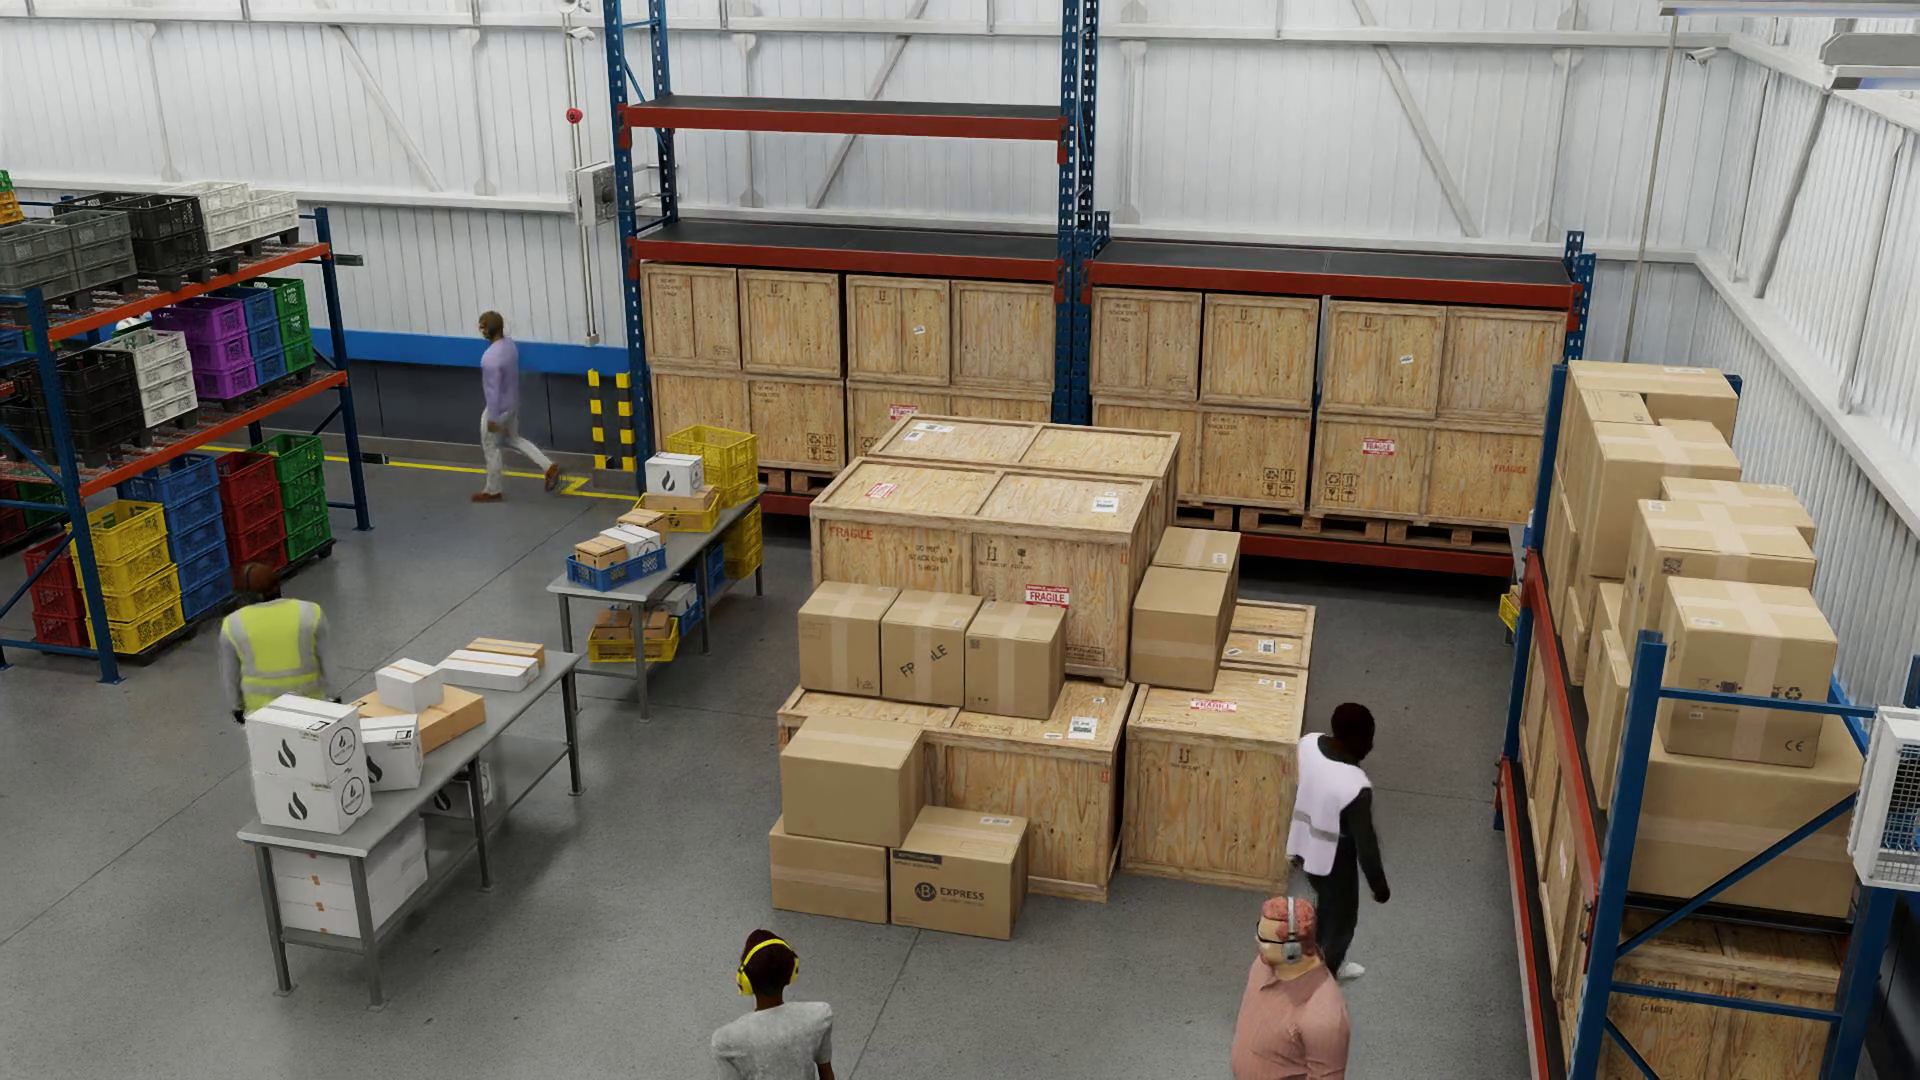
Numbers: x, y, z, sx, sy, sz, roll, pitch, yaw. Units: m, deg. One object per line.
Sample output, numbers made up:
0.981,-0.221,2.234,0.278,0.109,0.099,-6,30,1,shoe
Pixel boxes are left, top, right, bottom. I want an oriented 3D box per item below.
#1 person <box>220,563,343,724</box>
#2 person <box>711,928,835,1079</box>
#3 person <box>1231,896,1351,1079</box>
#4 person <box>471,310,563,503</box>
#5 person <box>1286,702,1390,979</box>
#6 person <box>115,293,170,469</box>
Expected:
-4.239,0.940,10.446,0.670,1.784,0.727,-8,22,-19,person
-0.730,2.362,6.604,0.513,1.873,0.328,-11,23,-26,person
1.290,2.282,6.765,0.403,1.904,0.652,-4,21,-10,person
-4.372,-1.285,16.096,0.823,1.914,0.635,2,21,5,person
1.945,1.633,8.543,0.645,1.861,0.626,-7,22,-17,person
-8.422,-1.685,17.168,0.355,1.887,0.573,-4,21,-9,person
